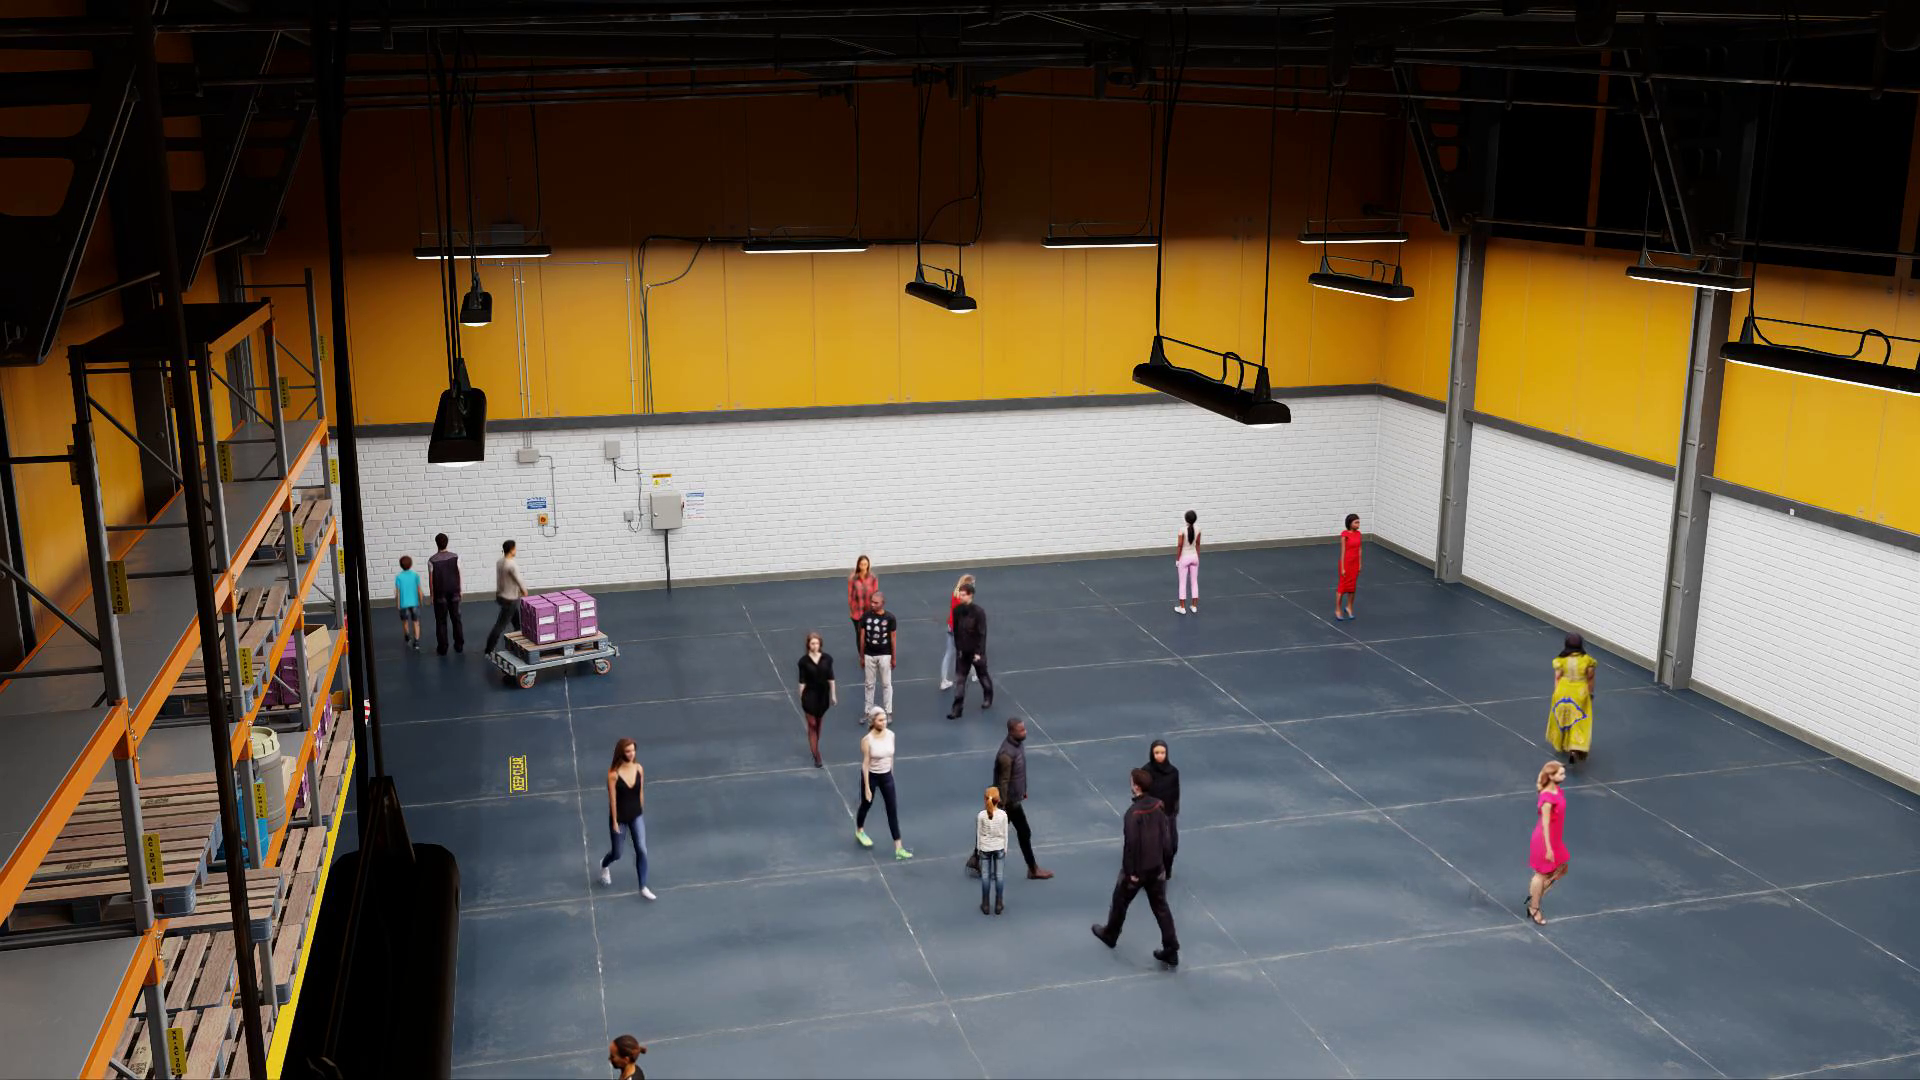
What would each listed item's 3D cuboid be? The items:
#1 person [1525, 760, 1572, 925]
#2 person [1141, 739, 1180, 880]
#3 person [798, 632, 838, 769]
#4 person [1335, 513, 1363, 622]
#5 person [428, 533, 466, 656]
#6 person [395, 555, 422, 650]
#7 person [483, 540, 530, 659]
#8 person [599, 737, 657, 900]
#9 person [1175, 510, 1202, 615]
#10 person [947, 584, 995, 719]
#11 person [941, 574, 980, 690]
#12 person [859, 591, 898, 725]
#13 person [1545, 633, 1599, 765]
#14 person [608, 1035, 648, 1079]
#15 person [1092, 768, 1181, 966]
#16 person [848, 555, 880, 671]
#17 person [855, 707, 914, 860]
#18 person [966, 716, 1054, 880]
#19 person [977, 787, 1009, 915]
[{"bbox_3d":[5.705,2.957,16.417,0.789,1.718,0.734,9,16,32],"label":"person"},{"bbox_3d":[2.036,2.811,17.263,0.697,1.605,0.818,0,14,-2],"label":"person"},{"bbox_3d":[-1.806,1.941,20.697,0.643,1.679,0.960,-5,15,-20],"label":"person"},{"bbox_3d":[6.273,0.423,26.834,0.611,1.741,0.572,-7,15,-27],"label":"person"},{"bbox_3d":[-7.726,0.802,25.043,0.688,1.848,0.652,-7,15,-27],"label":"person"},{"bbox_3d":[-8.356,0.976,25.256,0.617,1.409,0.993,-6,15,-23],"label":"person"},{"bbox_3d":[-6.816,0.920,24.750,1.056,1.755,1.203,-11,17,-37],"label":"person"},{"bbox_3d":[-3.454,2.827,17.002,0.830,1.696,1.080,-11,17,-38],"label":"person"},{"bbox_3d":[3.737,0.339,27.193,0.585,1.737,0.539,-5,14,-20],"label":"person"},{"bbox_3d":[0.209,1.478,22.364,1.211,1.795,1.282,7,15,28],"label":"person"},{"bbox_3d":[-0.079,1.316,23.344,0.989,1.647,1.063,-11,17,-38],"label":"person"},{"bbox_3d":[-1.078,1.542,22.082,0.747,1.803,0.749,2,14,10],"label":"person"},{"bbox_3d":[7.609,1.983,20.627,1.159,1.632,1.254,6,15,24],"label":"person"},{"bbox_3d":[-2.243,4.175,11.497,0.647,1.668,0.475,-3,14,-10],"label":"person"},{"bbox_3d":[1.777,3.087,15.558,0.966,1.870,1.296,-9,16,-34],"label":"person"},{"bbox_3d":[-1.423,1.034,24.434,0.719,1.683,0.999,-1,14,-3],"label":"person"},{"bbox_3d":[-0.952,2.611,17.994,0.951,1.649,1.275,-10,17,-37],"label":"person"},{"bbox_3d":[0.437,2.698,17.325,1.122,1.795,1.221,2,14,10],"label":"person"},{"bbox_3d":[0.322,3.106,16.662,0.508,1.314,0.538,0,14,0],"label":"person"}]
